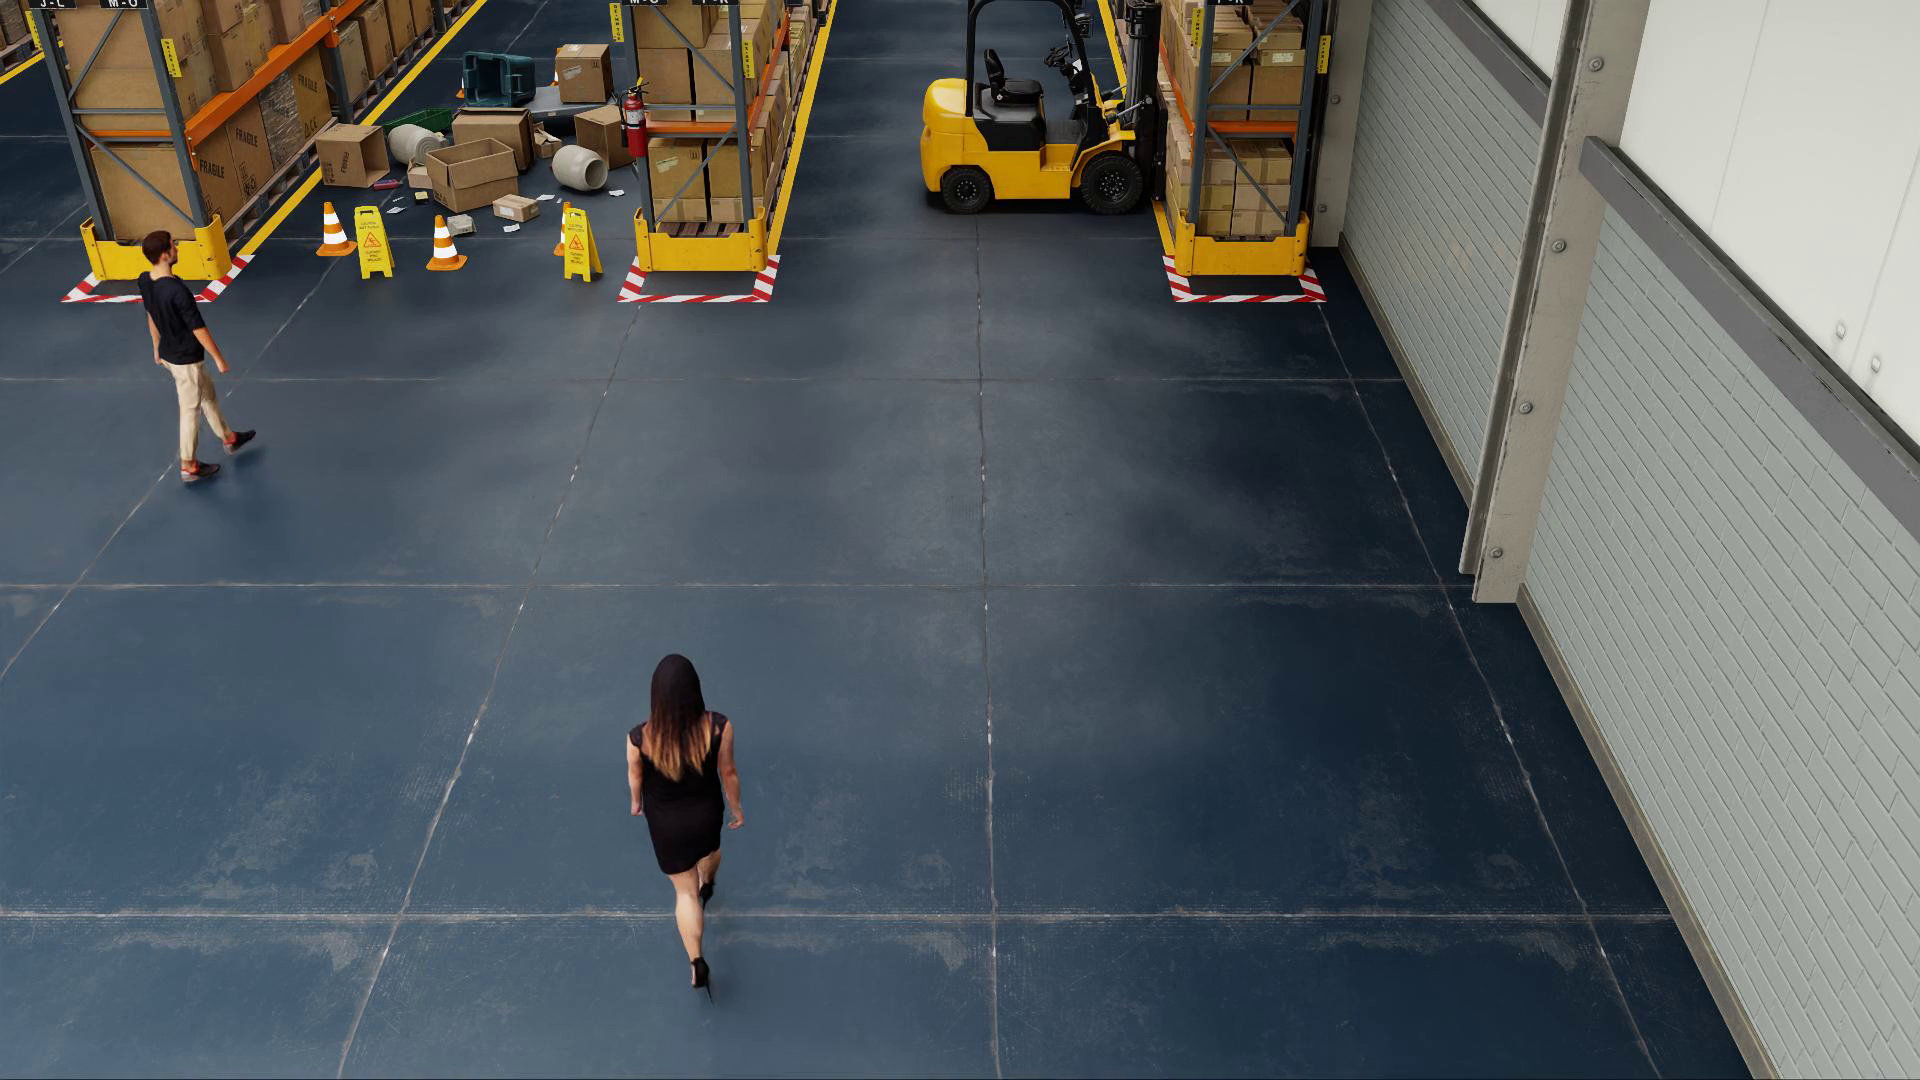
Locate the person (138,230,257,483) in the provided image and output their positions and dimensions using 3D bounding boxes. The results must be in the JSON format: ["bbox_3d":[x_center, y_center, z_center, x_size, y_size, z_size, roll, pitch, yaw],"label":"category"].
[{"bbox_3d":[-5.528,-1.243,11.658,0.980,1.832,1.072,22,38,30],"label":"person"}]

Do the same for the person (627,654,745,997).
[{"bbox_3d":[-1.251,1.349,7.696,0.871,1.675,1.116,-10,34,-16],"label":"person"}]
